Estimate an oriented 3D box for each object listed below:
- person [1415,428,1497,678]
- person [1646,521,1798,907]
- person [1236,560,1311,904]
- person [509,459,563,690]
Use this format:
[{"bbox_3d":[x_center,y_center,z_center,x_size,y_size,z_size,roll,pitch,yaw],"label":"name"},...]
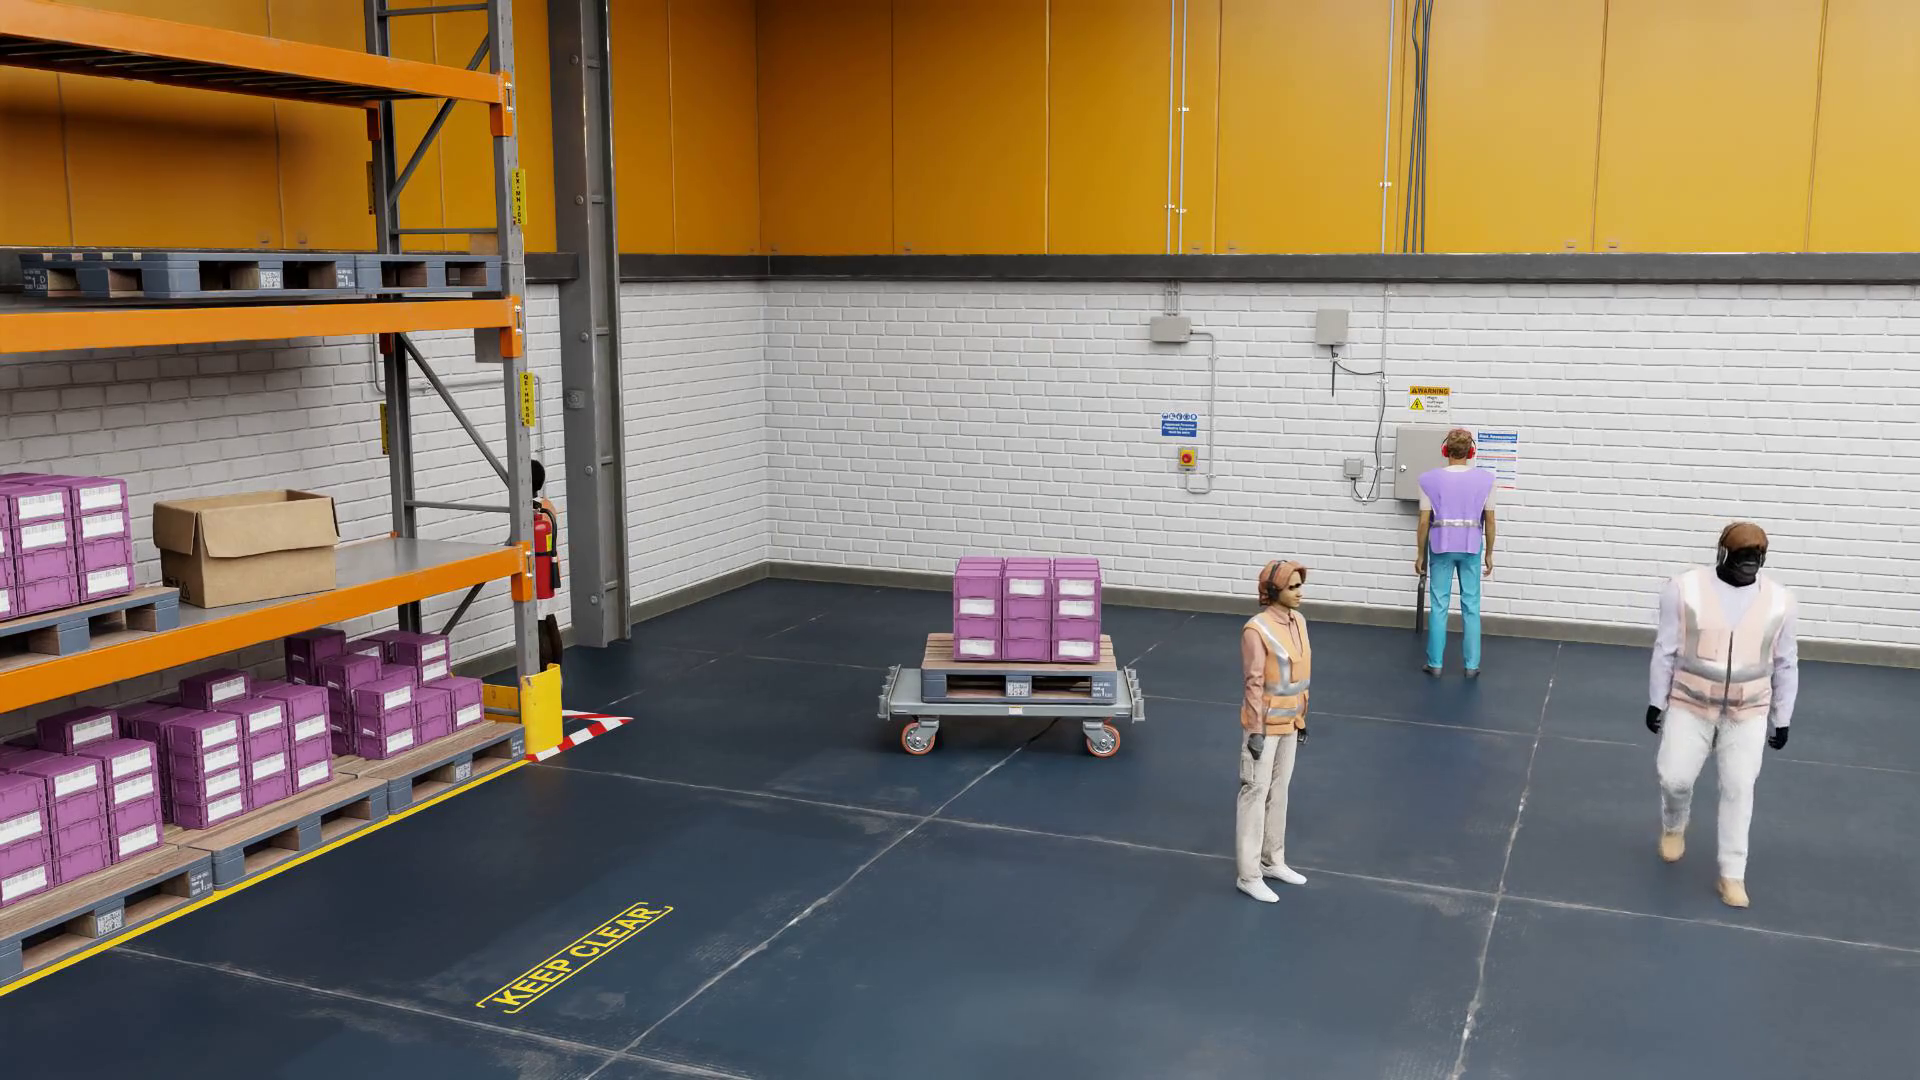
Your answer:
[{"bbox_3d":[3.639,0.105,12.231,0.563,1.847,0.388,2,10,10],"label":"person"},{"bbox_3d":[3.678,0.804,8.046,0.672,1.828,0.603,3,10,16],"label":"person"},{"bbox_3d":[1.517,0.902,8.026,0.311,1.642,0.513,7,12,38],"label":"person"},{"bbox_3d":[-2.979,0.272,11.675,0.317,1.695,0.540,1,9,5],"label":"person"}]
